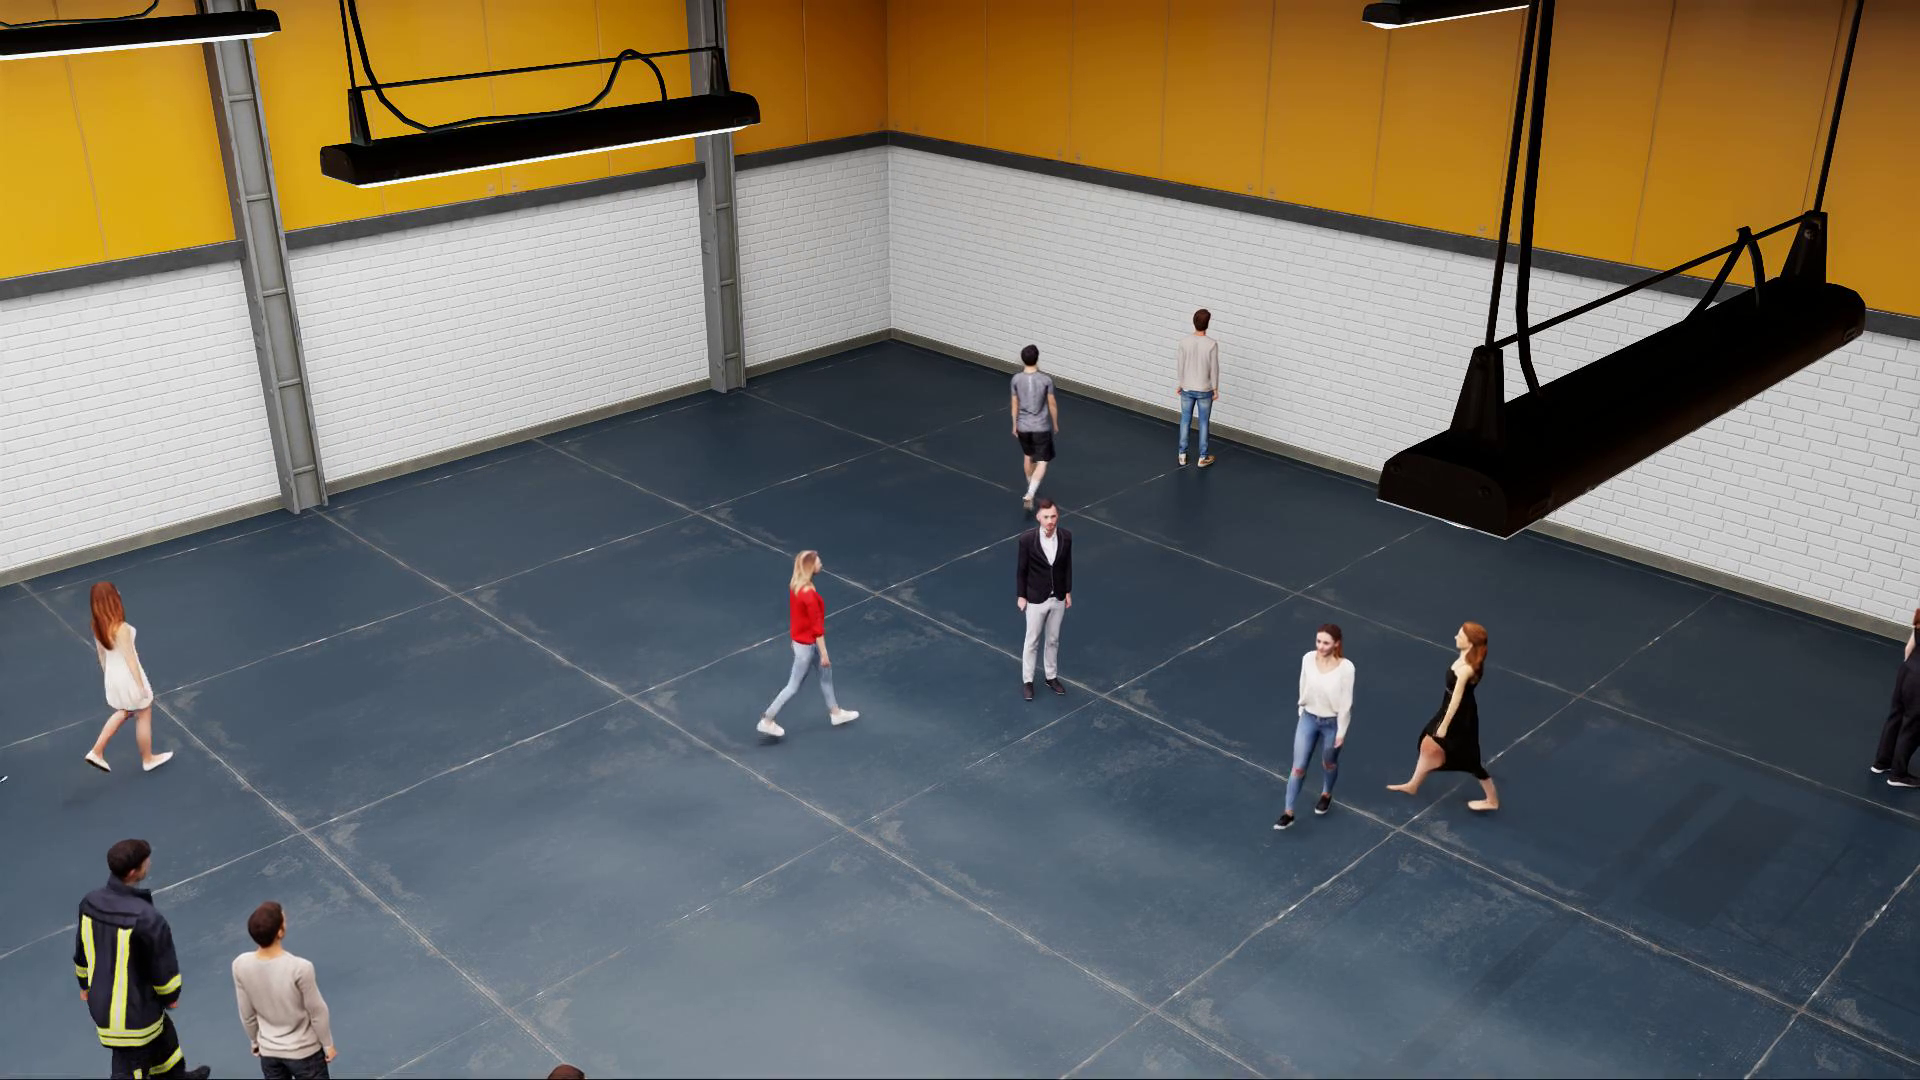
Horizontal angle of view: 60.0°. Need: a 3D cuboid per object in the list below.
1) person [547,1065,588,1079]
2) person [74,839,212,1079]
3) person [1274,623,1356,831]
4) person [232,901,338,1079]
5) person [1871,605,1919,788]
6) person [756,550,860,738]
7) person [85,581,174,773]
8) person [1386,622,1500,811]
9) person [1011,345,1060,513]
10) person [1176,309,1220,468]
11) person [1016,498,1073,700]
[{"bbox_3d":[-1.941,3.300,8.458,0.743,1.554,0.683,1,24,3],"label":"person"},{"bbox_3d":[-4.845,2.648,9.549,0.926,1.875,1.151,11,26,23],"label":"person"},{"bbox_3d":[2.813,1.380,12.716,0.751,1.662,1.011,14,27,28],"label":"person"},{"bbox_3d":[-3.706,2.805,9.199,0.742,1.868,0.779,3,24,6],"label":"person"},{"bbox_3d":[7.585,1.122,13.204,0.713,1.743,0.661,-1,24,-3],"label":"person"},{"bbox_3d":[-1.347,0.902,13.805,1.225,1.663,0.926,-9,25,-21],"label":"person"},{"bbox_3d":[-6.715,1.141,13.215,0.666,1.698,0.929,15,28,30],"label":"person"},{"bbox_3d":[3.923,1.406,12.766,0.987,1.573,1.103,7,25,16],"label":"person"},{"bbox_3d":[0.808,-1.228,18.451,0.929,1.846,1.188,9,25,20],"label":"person"},{"bbox_3d":[2.812,-1.802,19.692,0.748,1.904,0.712,10,25,21],"label":"person"},{"bbox_3d":[0.739,0.487,14.531,0.673,1.844,0.799,-7,24,-15],"label":"person"}]
